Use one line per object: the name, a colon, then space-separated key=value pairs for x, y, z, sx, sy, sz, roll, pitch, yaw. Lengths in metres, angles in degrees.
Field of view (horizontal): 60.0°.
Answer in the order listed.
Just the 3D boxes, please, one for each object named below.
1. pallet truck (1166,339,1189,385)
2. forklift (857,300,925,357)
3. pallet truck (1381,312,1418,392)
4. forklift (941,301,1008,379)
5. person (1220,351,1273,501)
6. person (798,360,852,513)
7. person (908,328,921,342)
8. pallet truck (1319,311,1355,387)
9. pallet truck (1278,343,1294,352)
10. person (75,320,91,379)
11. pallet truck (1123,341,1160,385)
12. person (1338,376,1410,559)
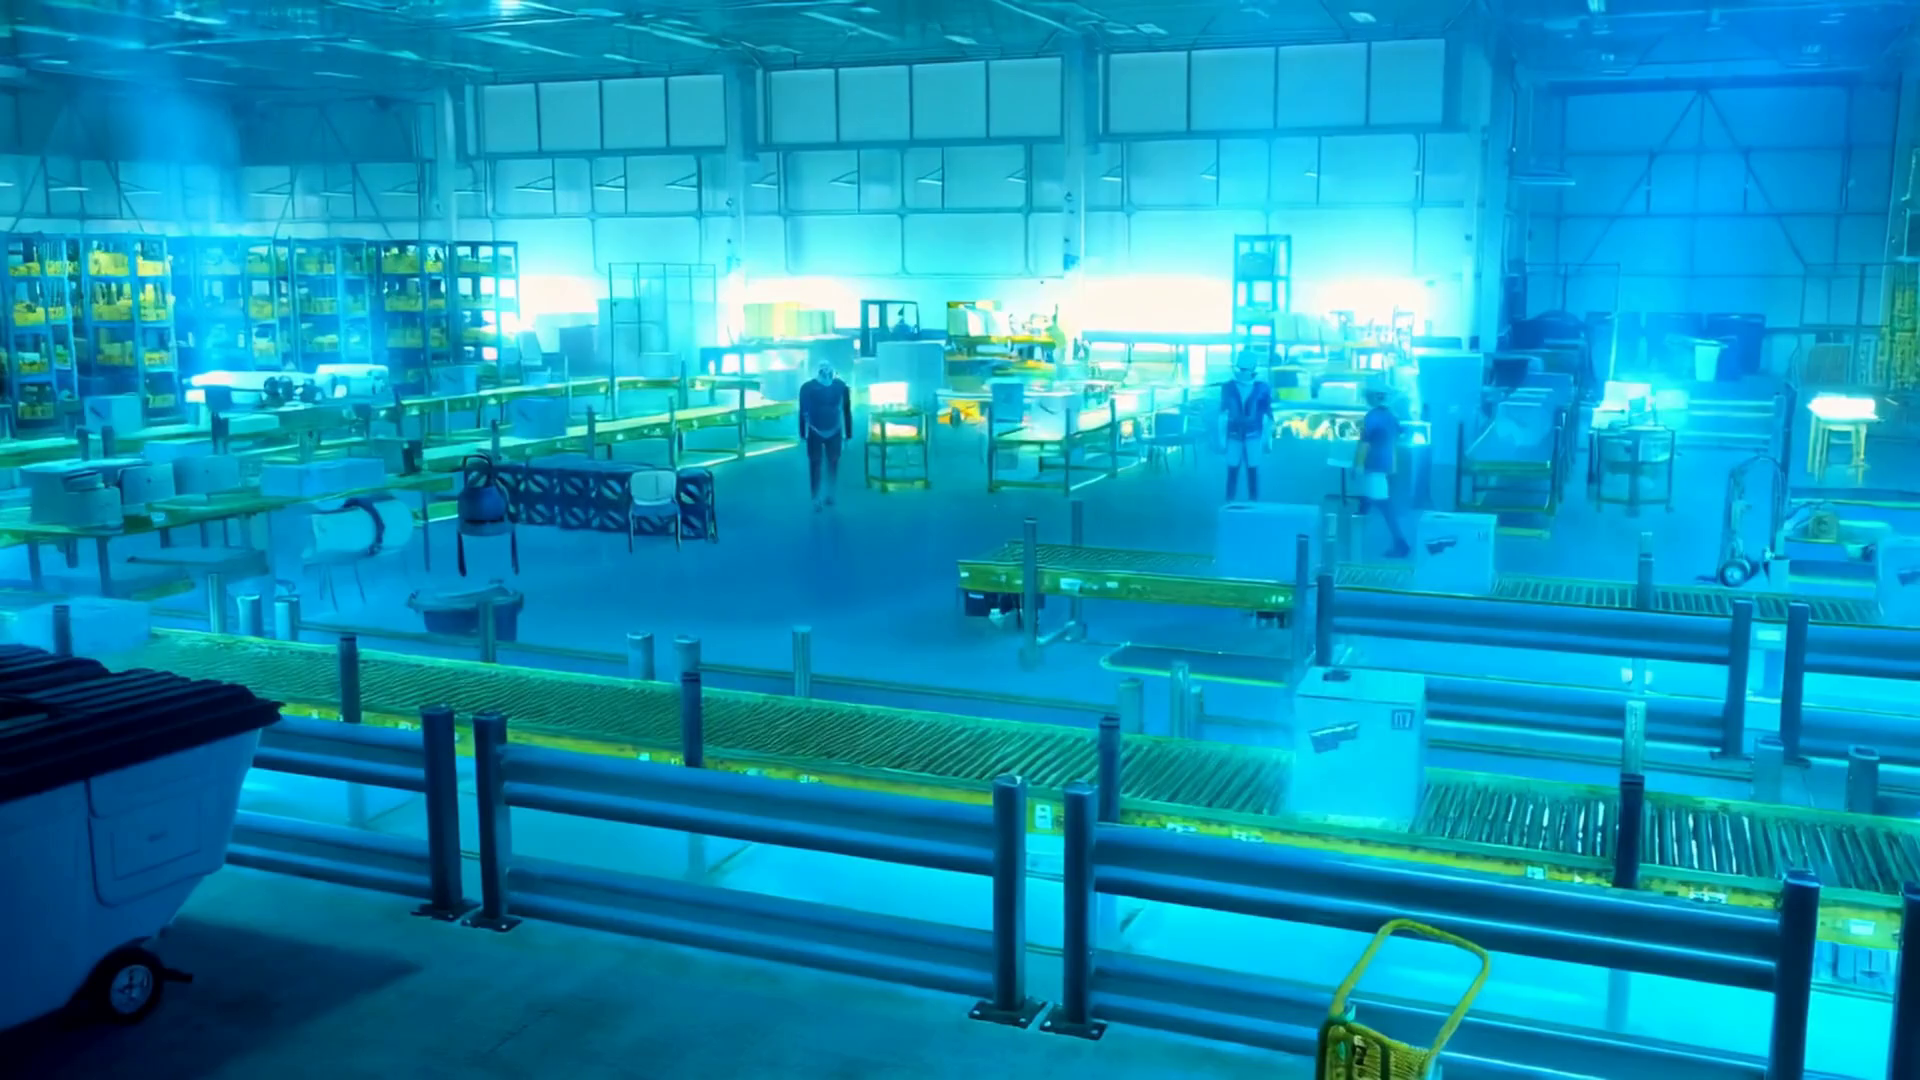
pallet truck: x=5.418 y=-4.269 z=40.420 sx=0.704 sy=1.261 sz=1.522 roll=3 pitch=10 yaw=20
forklift: x=-1.732 y=-5.109 z=42.468 sx=1.157 sy=1.987 sz=2.680 roll=4 pitch=10 yaw=22
pallet truck: x=10.207 y=-4.283 z=38.369 sx=0.823 sy=1.965 sz=1.885 roll=3 pitch=10 yaw=20
forklift: x=0.365 y=-4.966 z=41.571 sx=1.157 sy=1.987 sz=2.680 roll=3 pitch=10 yaw=20
person: x=3.327 y=-1.177 z=19.409 sx=0.609 sy=2.044 sz=0.395 roll=3 pitch=10 yaw=16
person: x=-1.657 y=-1.273 z=20.522 sx=0.666 sy=1.870 sz=0.967 roll=-2 pitch=9 yaw=-9
person: x=-1.069 y=-3.601 z=35.043 sx=0.821 sy=1.737 sz=0.528 roll=-2 pitch=10 yaw=-11
pallet truck: x=9.071 y=-4.419 z=39.190 sx=0.823 sy=1.965 sz=1.885 roll=5 pitch=10 yaw=26
pallet truck: x=7.886 y=-4.163 z=39.743 sx=0.653 sy=1.274 sz=1.630 roll=4 pitch=10 yaw=22
person: x=-19.178 y=-3.950 z=36.394 sx=0.637 sy=1.980 sz=0.502 roll=9 pitch=13 yaw=44
pallet truck: x=4.445 y=-4.380 z=41.279 sx=0.680 sy=1.201 sz=1.601 roll=4 pitch=10 yaw=22
person: x=4.338 y=-0.764 z=17.391 sx=0.996 sy=1.890 sz=0.546 roll=8 pitch=12 yaw=39
